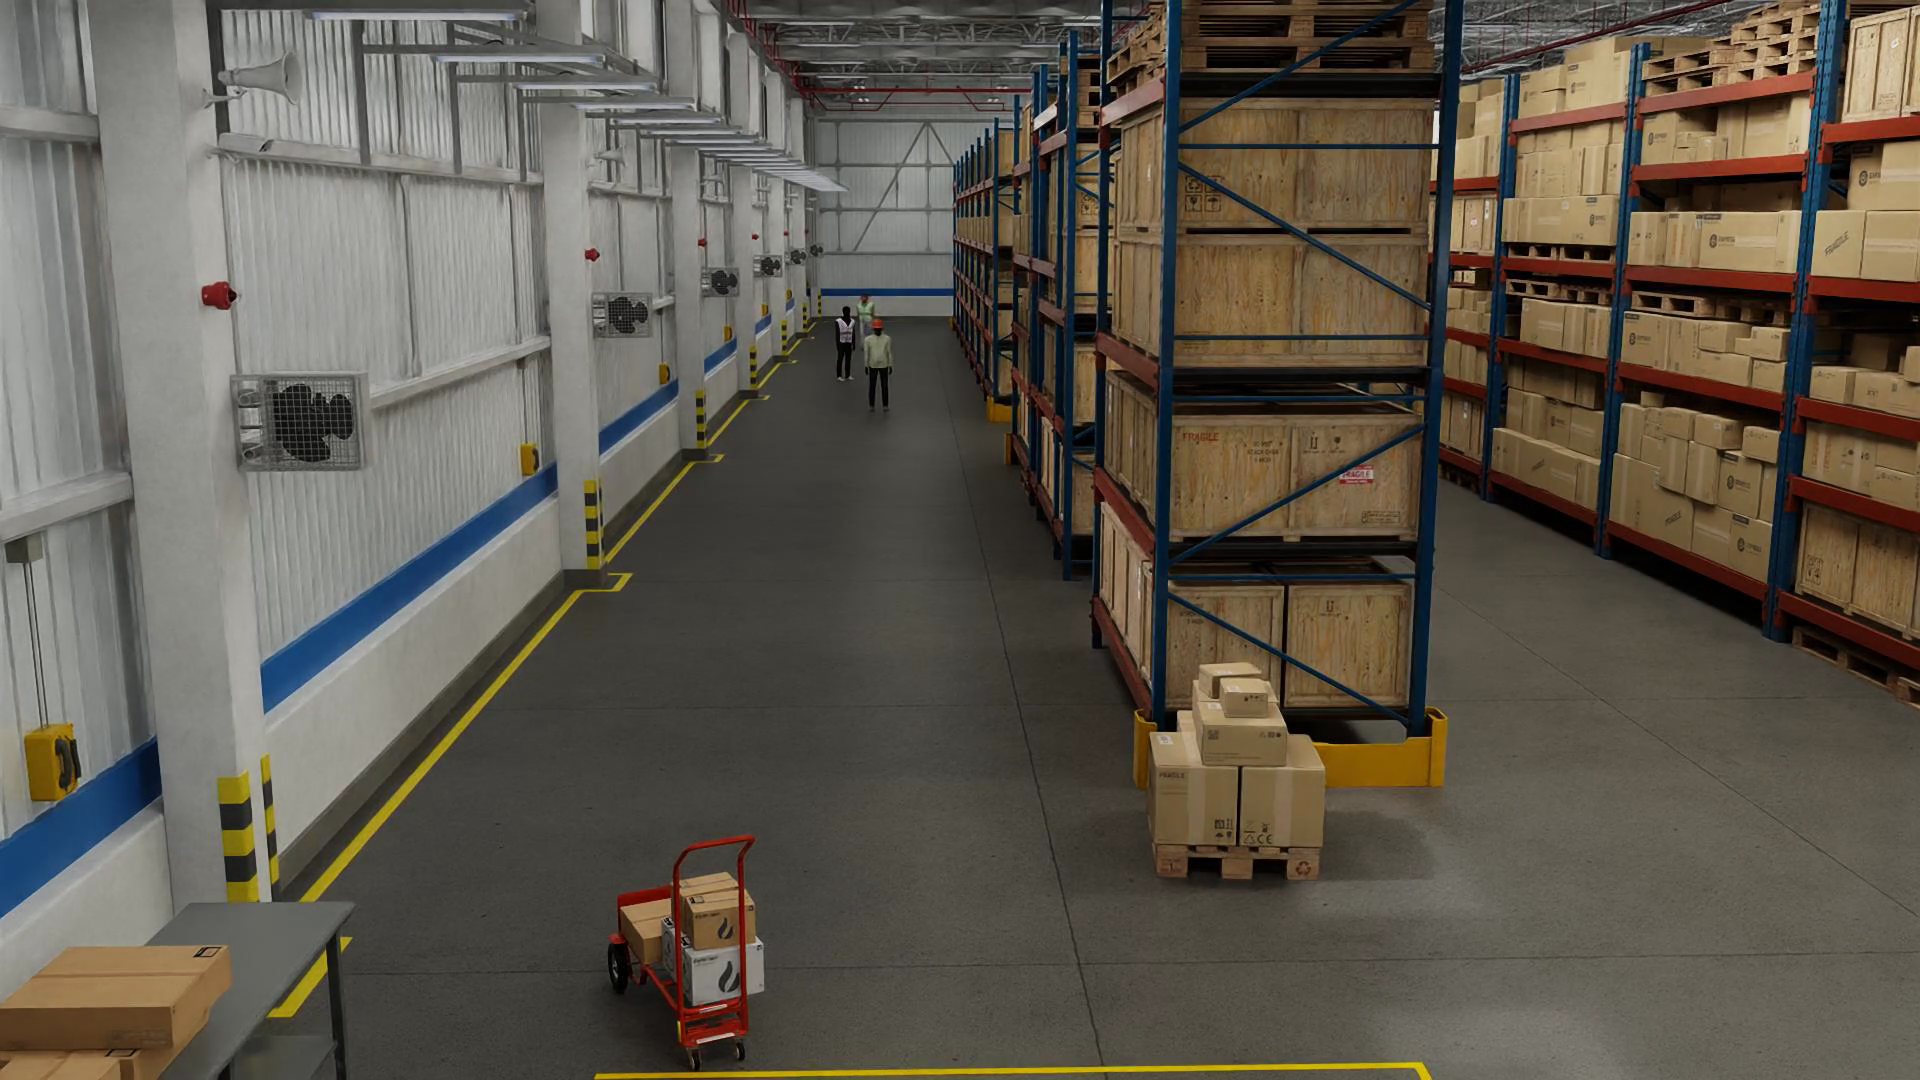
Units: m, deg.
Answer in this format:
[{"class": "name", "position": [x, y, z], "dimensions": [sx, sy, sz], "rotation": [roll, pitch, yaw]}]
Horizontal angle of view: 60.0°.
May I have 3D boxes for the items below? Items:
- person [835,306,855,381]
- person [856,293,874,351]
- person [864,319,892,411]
[{"class": "person", "position": [-2.941, -5.019, 42.511], "dimensions": [0.586, 1.909, 0.394], "rotation": [-9, 14, -39]}, {"class": "person", "position": [-2.970, -6.860, 52.288], "dimensions": [0.576, 1.823, 0.777], "rotation": [1, 11, 3]}, {"class": "person", "position": [-1.755, -3.740, 35.650], "dimensions": [0.619, 1.986, 0.410], "rotation": [-1, 11, -8]}]
